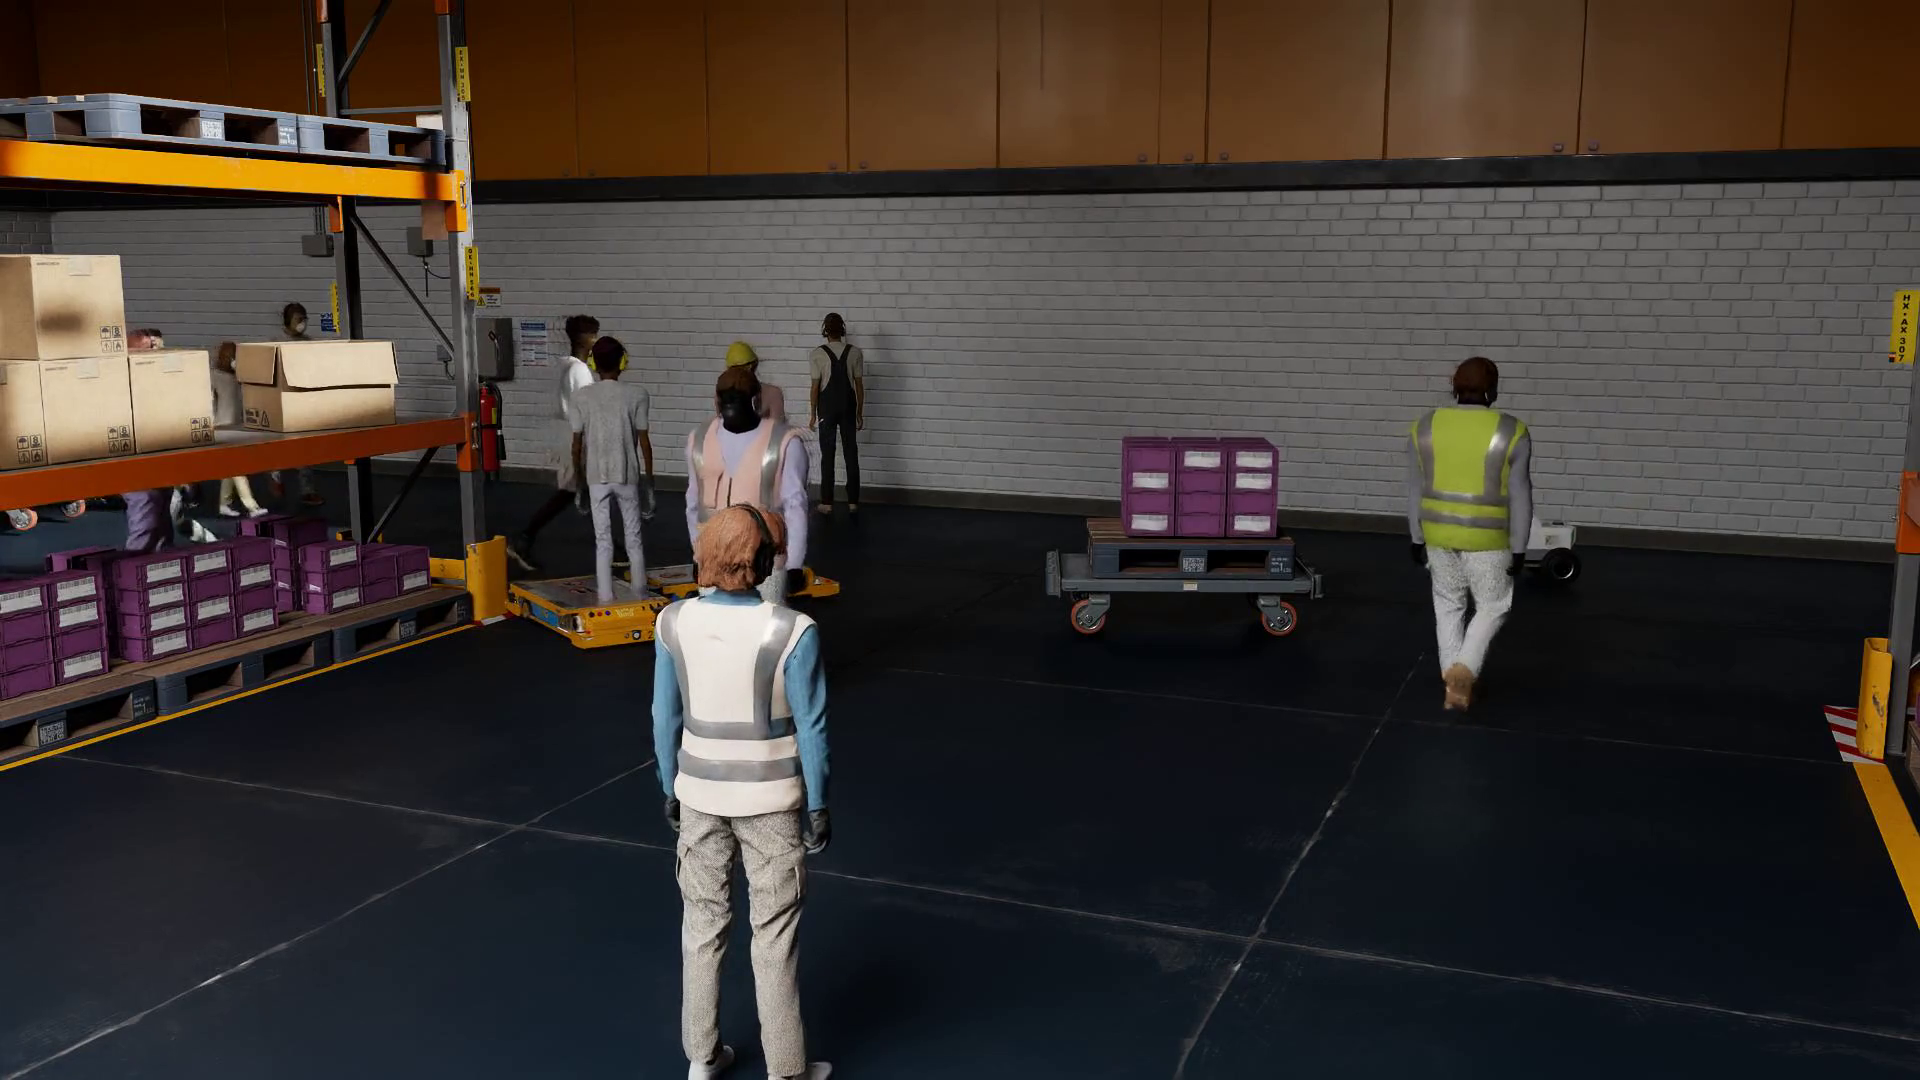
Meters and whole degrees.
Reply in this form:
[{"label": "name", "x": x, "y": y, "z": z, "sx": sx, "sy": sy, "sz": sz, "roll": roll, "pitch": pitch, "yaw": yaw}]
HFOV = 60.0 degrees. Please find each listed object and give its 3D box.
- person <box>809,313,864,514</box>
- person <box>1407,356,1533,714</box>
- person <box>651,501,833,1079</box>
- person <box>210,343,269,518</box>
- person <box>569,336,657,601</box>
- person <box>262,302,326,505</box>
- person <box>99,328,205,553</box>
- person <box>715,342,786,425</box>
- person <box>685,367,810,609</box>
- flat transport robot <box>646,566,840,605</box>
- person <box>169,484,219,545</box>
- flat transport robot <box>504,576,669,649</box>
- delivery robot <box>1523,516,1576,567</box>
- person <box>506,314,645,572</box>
[{"label": "person", "x": -1.133, "y": -1.154, "z": 15.248, "sx": 0.505, "sy": 1.840, "sz": 0.346, "roll": -3, "pitch": 10, "yaw": -16}, {"label": "person", "x": 2.531, "y": -0.007, "z": 8.335, "sx": 0.637, "sy": 1.822, "sz": 0.616, "roll": 7, "pitch": 11, "yaw": 35}, {"label": "person", "x": -0.588, "y": 0.716, "z": 4.518, "sx": 0.523, "sy": 1.638, "sz": 0.310, "roll": 4, "pitch": 10, "yaw": 21}, {"label": "person", "x": -6.450, "y": -0.962, "z": 14.857, "sx": 0.886, "sy": 1.581, "sz": 0.518, "roll": 6, "pitch": 11, "yaw": 31}, {"label": "person", "x": -2.155, "y": -0.342, "z": 10.390, "sx": 0.516, "sy": 1.825, "sz": 0.842, "roll": -1, "pitch": 9, "yaw": -9}, {"label": "person", "x": -6.293, "y": -1.284, "z": 15.755, "sx": 0.514, "sy": 1.928, "sz": 0.651, "roll": 6, "pitch": 11, "yaw": 31}, {"label": "person", "x": -5.044, "y": -0.401, "z": 10.558, "sx": 0.680, "sy": 1.869, "sz": 0.892, "roll": 5, "pitch": 11, "yaw": 30}, {"label": "person", "x": -1.498, "y": -0.572, "z": 12.072, "sx": 0.545, "sy": 1.726, "sz": 0.622, "roll": 1, "pitch": 9, "yaw": 6}, {"label": "person", "x": -1.021, "y": 0.062, "z": 8.022, "sx": 0.641, "sy": 1.798, "sz": 0.950, "roll": 2, "pitch": 10, "yaw": 10}, {"label": "flat transport robot", "x": -1.593, "y": 0.294, "z": 11.210, "sx": 1.431, "sy": 0.197, "sz": 0.652, "roll": -6, "pitch": 11, "yaw": -33}, {"label": "person", "x": -5.552, "y": -0.502, "z": 11.680, "sx": 0.505, "sy": 1.714, "sz": 0.670, "roll": 3, "pitch": 10, "yaw": 19}, {"label": "flat transport robot", "x": -2.309, "y": 0.423, "z": 10.430, "sx": 0.652, "sy": 0.197, "sz": 1.431, "roll": -6, "pitch": 11, "yaw": -33}, {"label": "delivery robot", "x": 4.024, "y": -0.015, "z": 11.943, "sx": 0.707, "sy": 0.478, "sz": 0.477, "roll": 0, "pitch": 9, "yaw": 3}, {"label": "person", "x": -2.909, "y": -0.719, "z": 12.369, "sx": 0.980, "sy": 1.926, "sz": 0.616, "roll": -2, "pitch": 10, "yaw": -14}]
